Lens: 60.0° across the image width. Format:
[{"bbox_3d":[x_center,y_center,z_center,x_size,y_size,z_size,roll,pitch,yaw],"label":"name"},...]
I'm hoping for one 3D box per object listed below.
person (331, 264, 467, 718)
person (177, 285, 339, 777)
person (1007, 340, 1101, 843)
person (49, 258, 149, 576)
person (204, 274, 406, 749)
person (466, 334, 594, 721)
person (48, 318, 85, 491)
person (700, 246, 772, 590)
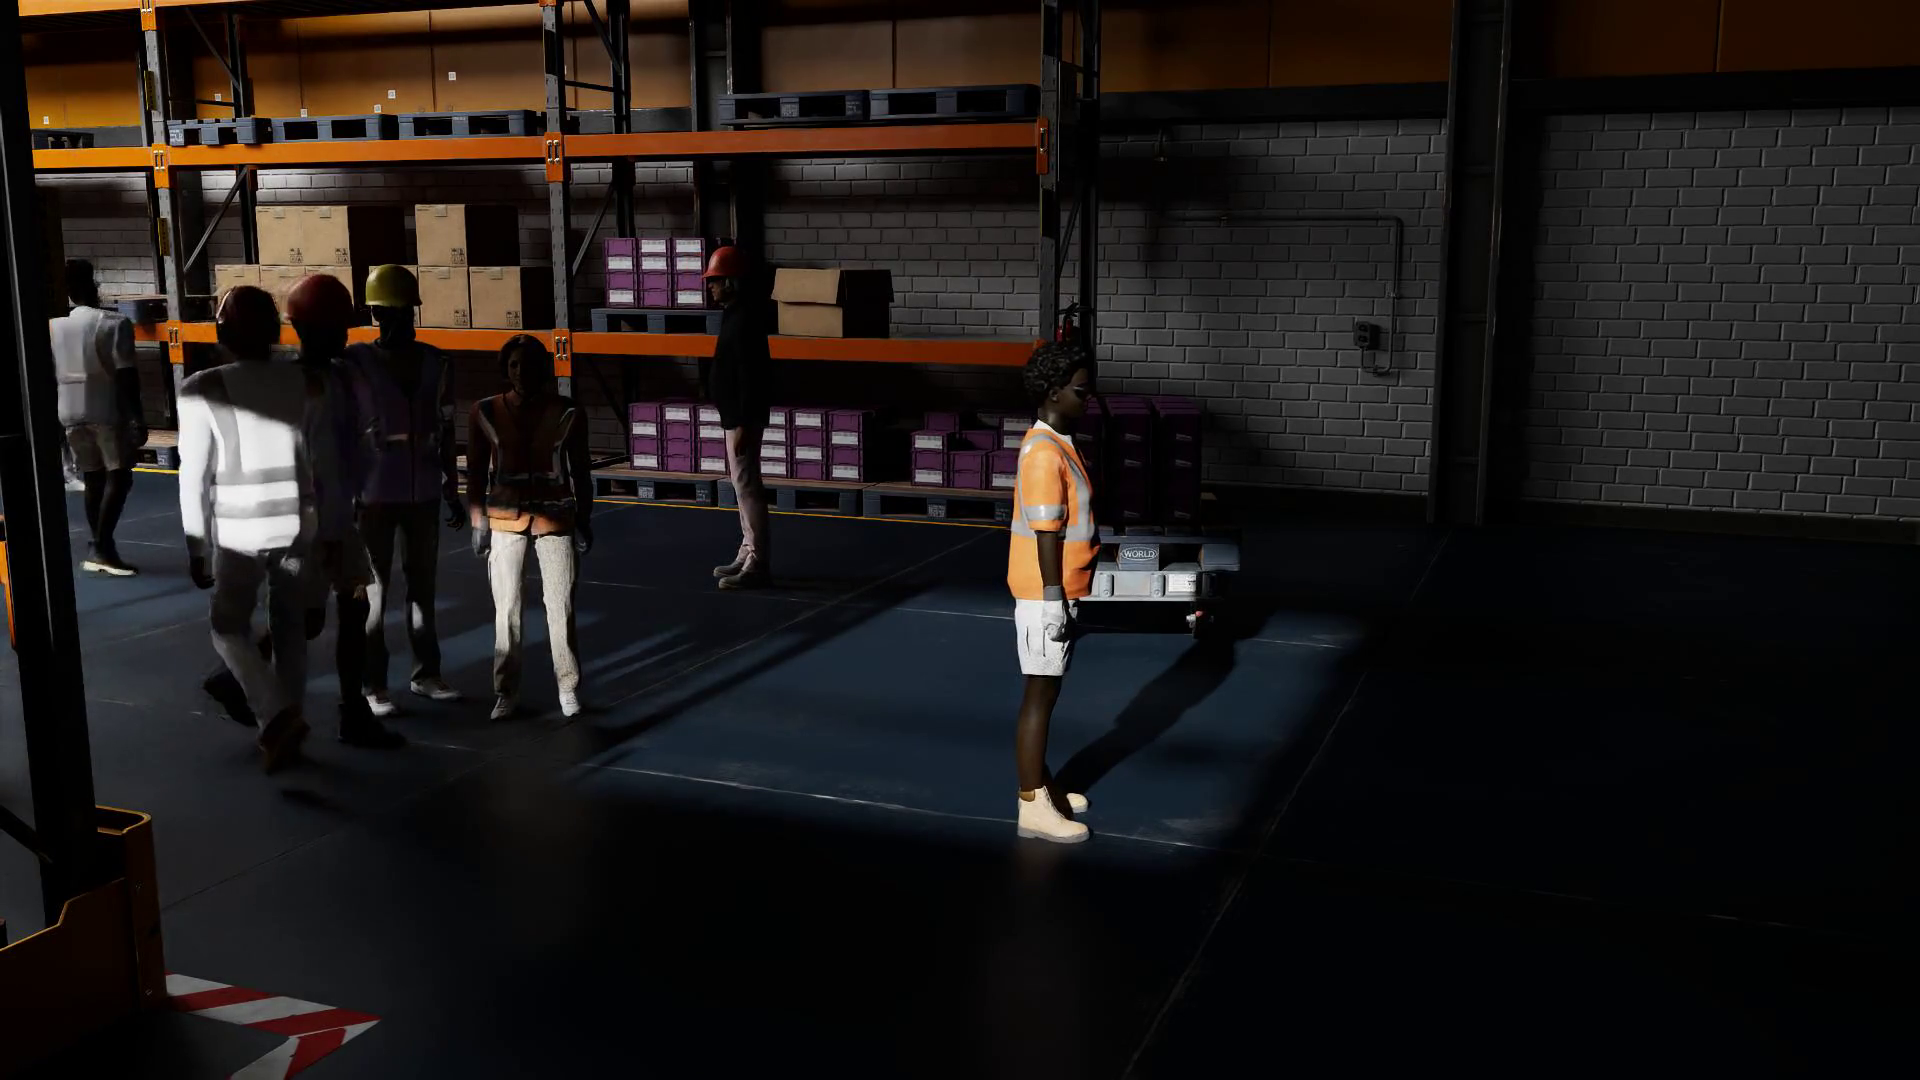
[{"bbox_3d":[-2.410,-0.216,7.175,0.379,1.928,0.585,10,14,43],"label":"person"},{"bbox_3d":[-2.611,-0.021,6.271,0.604,1.868,0.685,-9,14,-41],"label":"person"},{"bbox_3d":[0.321,0.167,5.686,0.316,1.695,0.542,1,10,5],"label":"person"},{"bbox_3d":[-5.305,-0.740,10.127,0.687,1.923,0.636,2,10,10],"label":"person"},{"bbox_3d":[-2.628,-0.091,6.550,0.708,1.909,0.580,2,10,10],"label":"person"},{"bbox_3d":[-1.816,-0.051,7.063,0.523,1.639,0.306,-2,10,-12],"label":"person"},{"bbox_3d":[-7.399,-1.285,13.372,0.671,1.850,0.513,-1,10,-3],"label":"person"},{"bbox_3d":[-1.300,-0.707,9.724,0.397,1.992,0.621,-2,10,-11],"label":"person"}]
